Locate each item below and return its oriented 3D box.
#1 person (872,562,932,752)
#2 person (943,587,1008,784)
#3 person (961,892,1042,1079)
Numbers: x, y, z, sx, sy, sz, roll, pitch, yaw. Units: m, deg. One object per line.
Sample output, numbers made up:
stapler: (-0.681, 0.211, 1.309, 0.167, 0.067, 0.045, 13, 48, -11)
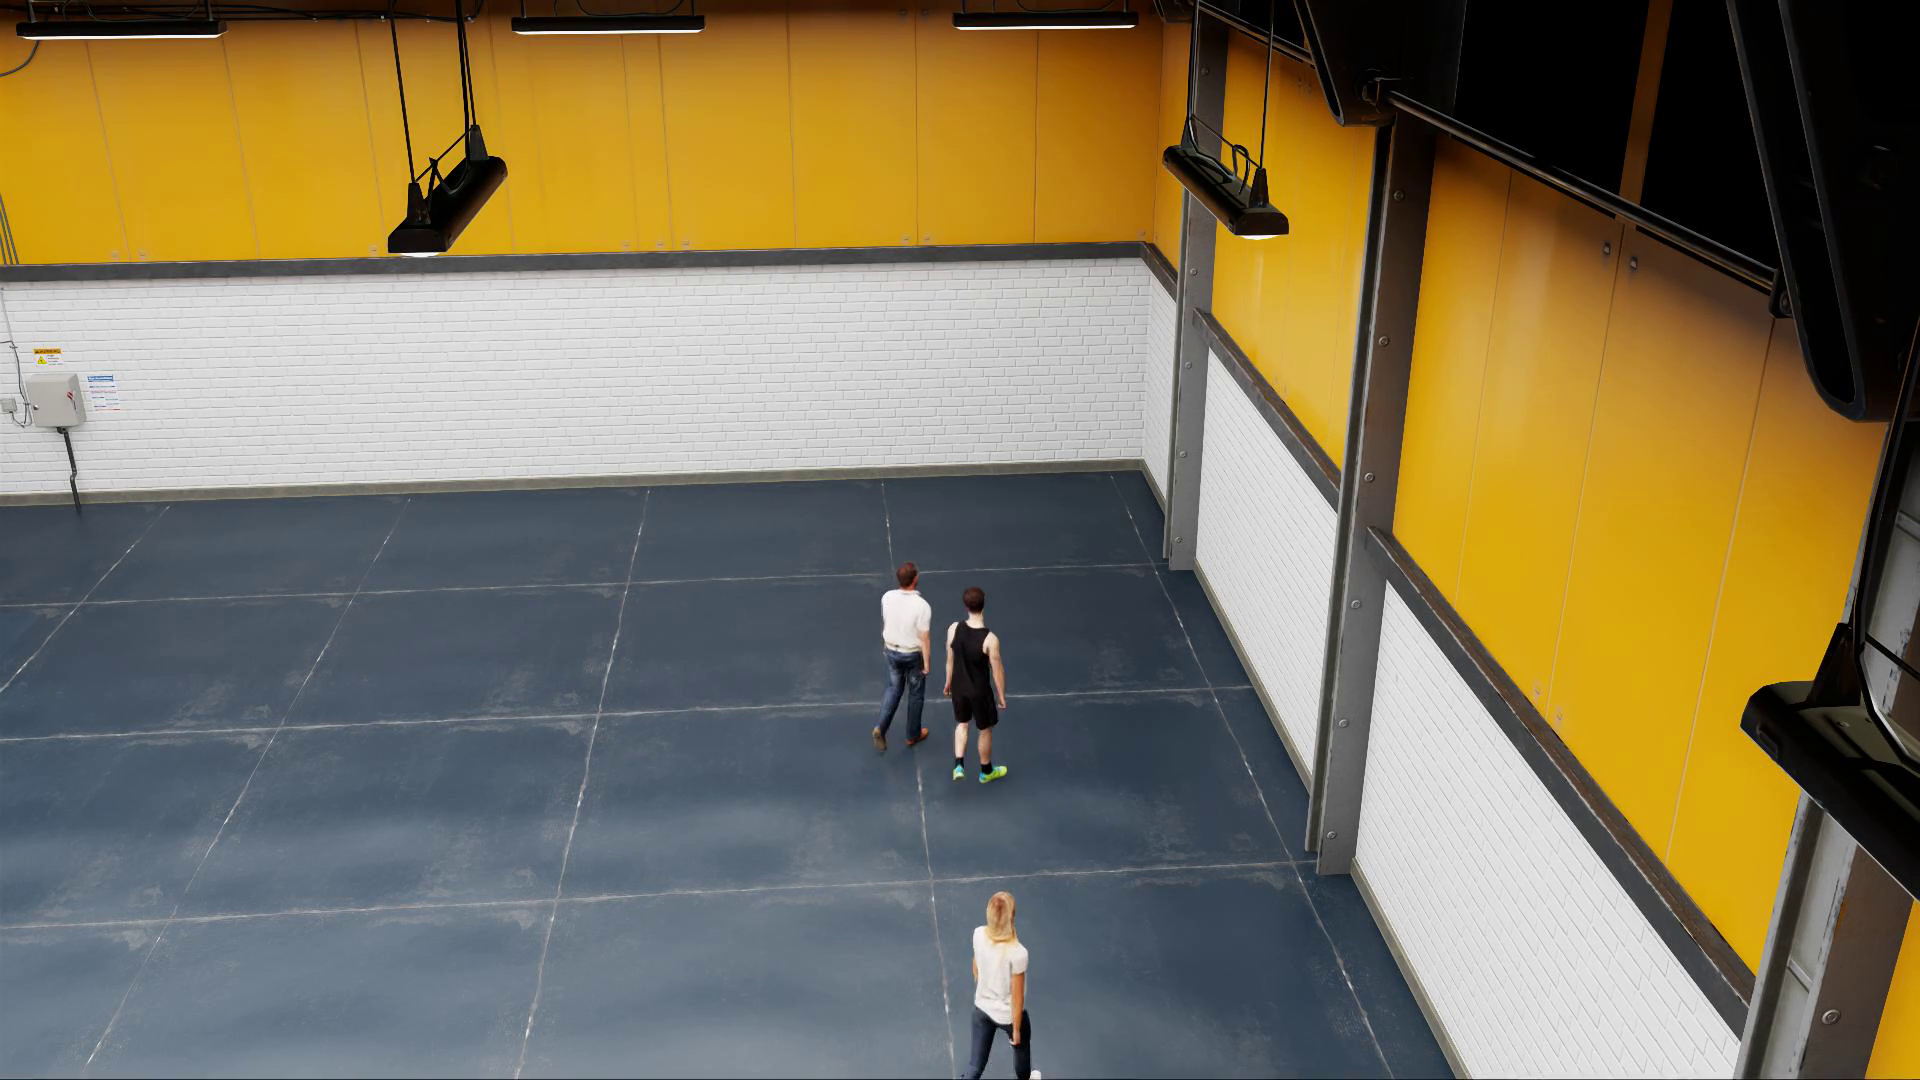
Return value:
person: (-0.557, 1.090, 15.091, 0.995, 1.836, 1.113, 13, 27, 28)
person: (0.063, 1.323, 14.503, 0.973, 1.880, 1.040, 15, 28, 31)
person: (0.191, 3.087, 10.608, 1.116, 1.769, 1.236, 16, 28, 32)
